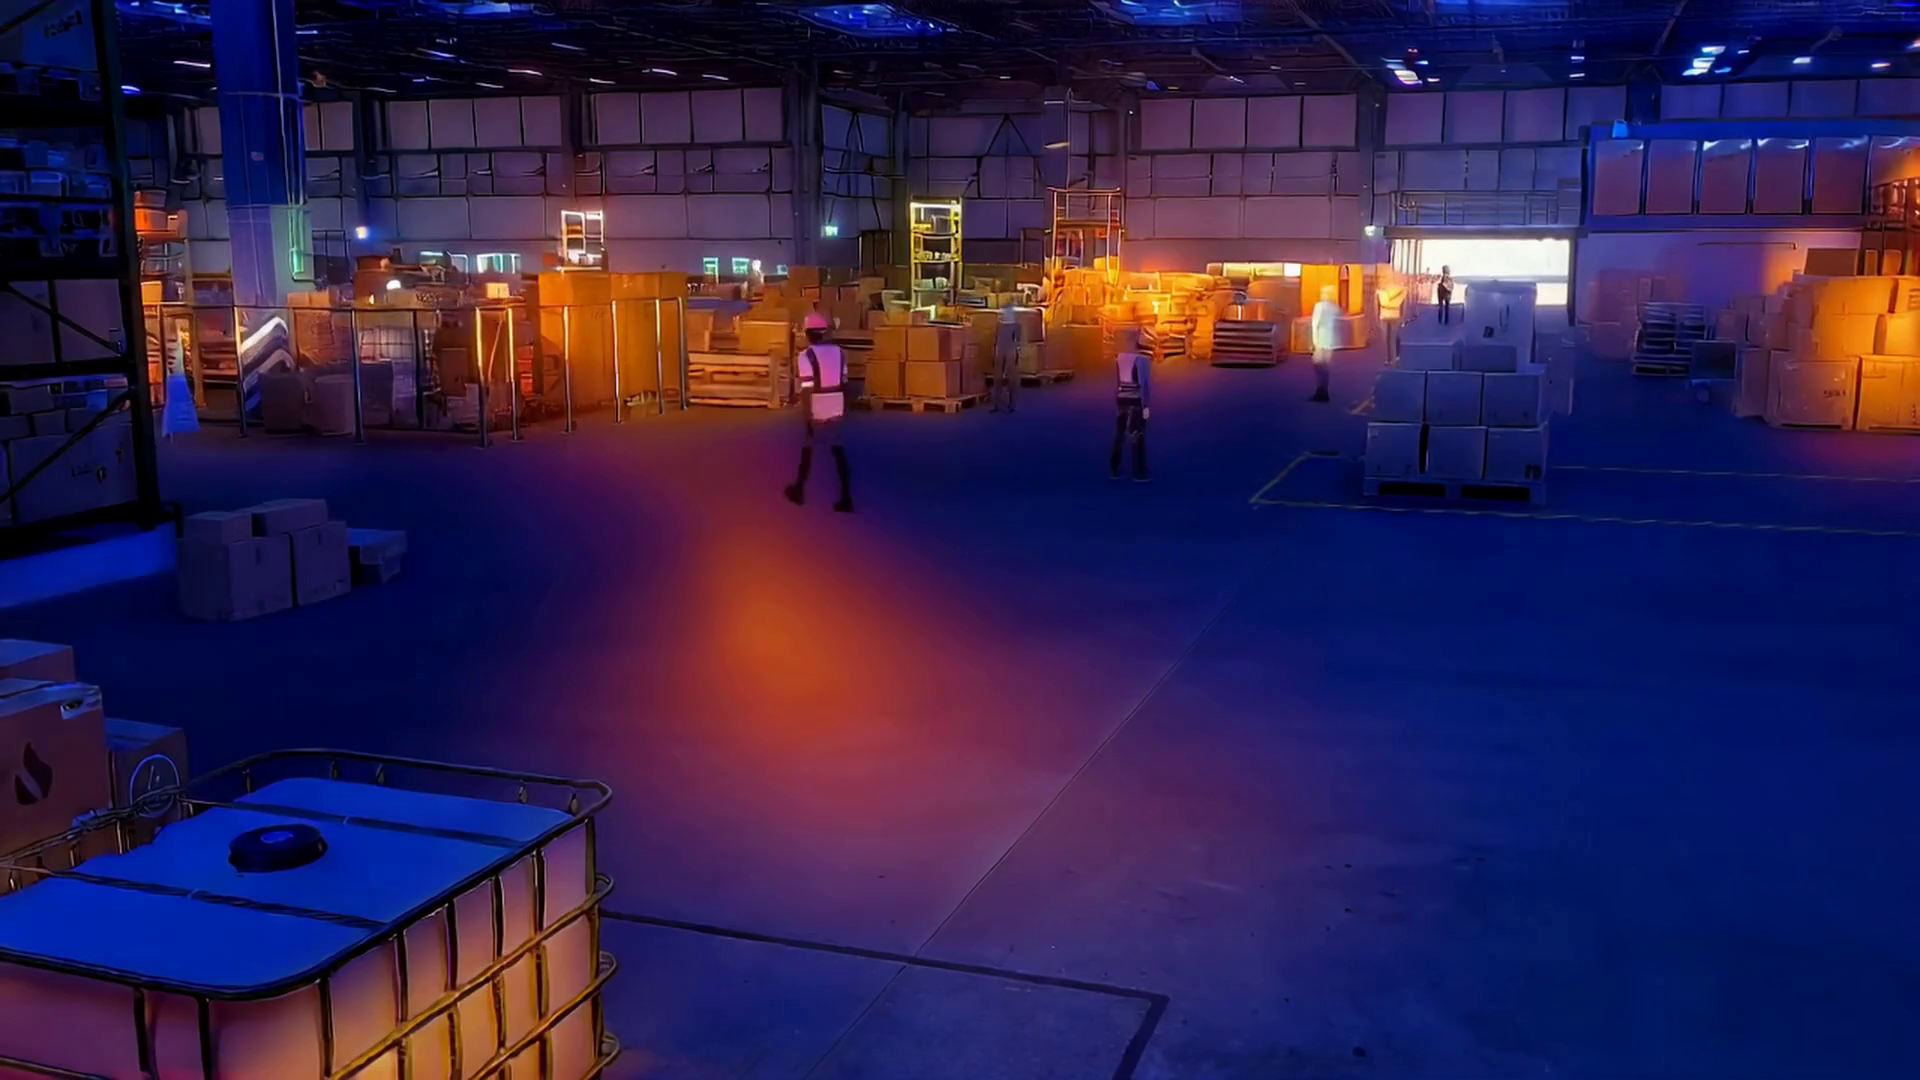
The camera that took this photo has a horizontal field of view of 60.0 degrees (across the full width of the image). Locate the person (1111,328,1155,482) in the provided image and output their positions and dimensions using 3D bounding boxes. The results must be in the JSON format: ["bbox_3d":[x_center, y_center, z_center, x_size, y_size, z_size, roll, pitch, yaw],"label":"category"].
[{"bbox_3d":[1.827,-1.414,17.570,0.332,1.649,0.517,-8,13,-38],"label":"person"}]

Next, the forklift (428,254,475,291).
[{"bbox_3d":[-20.133,-10.254,65.465,1.157,1.987,2.680,3,11,19],"label":"forklift"}]

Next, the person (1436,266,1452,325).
[{"bbox_3d":[15.220,-7.682,52.248,0.520,1.844,0.331,8,13,38],"label":"person"}]

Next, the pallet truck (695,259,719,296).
[{"bbox_3d":[-9.165,-9.627,62.776,0.823,1.965,1.885,4,11,23],"label":"pallet truck"}]

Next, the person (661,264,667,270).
[{"bbox_3d":[-9.544,-7.962,53.724,0.533,1.890,0.654,6,12,30],"label":"person"}]

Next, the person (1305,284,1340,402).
[{"bbox_3d":[5.807,-3.152,26.636,0.714,1.883,0.460,-8,13,-39],"label":"person"}]

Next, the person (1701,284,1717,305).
[{"bbox_3d":[23.493,-7.691,52.146,0.641,1.898,0.397,0,10,-2],"label":"person"}]

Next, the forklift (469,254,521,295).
[{"bbox_3d":[-17.990,-10.121,64.684,1.157,1.987,2.680,3,11,17],"label":"forklift"}]

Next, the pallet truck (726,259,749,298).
[{"bbox_3d":[-7.986,-9.493,62.019,0.823,1.965,1.885,3,11,17],"label":"pallet truck"}]

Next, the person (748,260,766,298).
[{"bbox_3d":[-6.657,-8.117,54.232,0.614,2.024,0.868,-8,13,-39],"label":"person"}]

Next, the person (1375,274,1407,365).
[{"bbox_3d":[8.981,-4.588,34.677,0.606,1.905,0.436,5,11,28],"label":"person"}]

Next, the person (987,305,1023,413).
[{"bbox_3d":[0.659,-2.671,24.663,0.516,1.606,0.678,5,11,25],"label":"person"}]

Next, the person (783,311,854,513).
[{"bbox_3d":[-1.328,-1.215,15.731,0.556,1.874,1.013,-7,12,-35],"label":"person"}]

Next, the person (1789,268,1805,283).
[{"bbox_3d":[20.055,-5.568,40.000,0.362,1.963,0.614,-1,10,-3],"label":"person"}]
